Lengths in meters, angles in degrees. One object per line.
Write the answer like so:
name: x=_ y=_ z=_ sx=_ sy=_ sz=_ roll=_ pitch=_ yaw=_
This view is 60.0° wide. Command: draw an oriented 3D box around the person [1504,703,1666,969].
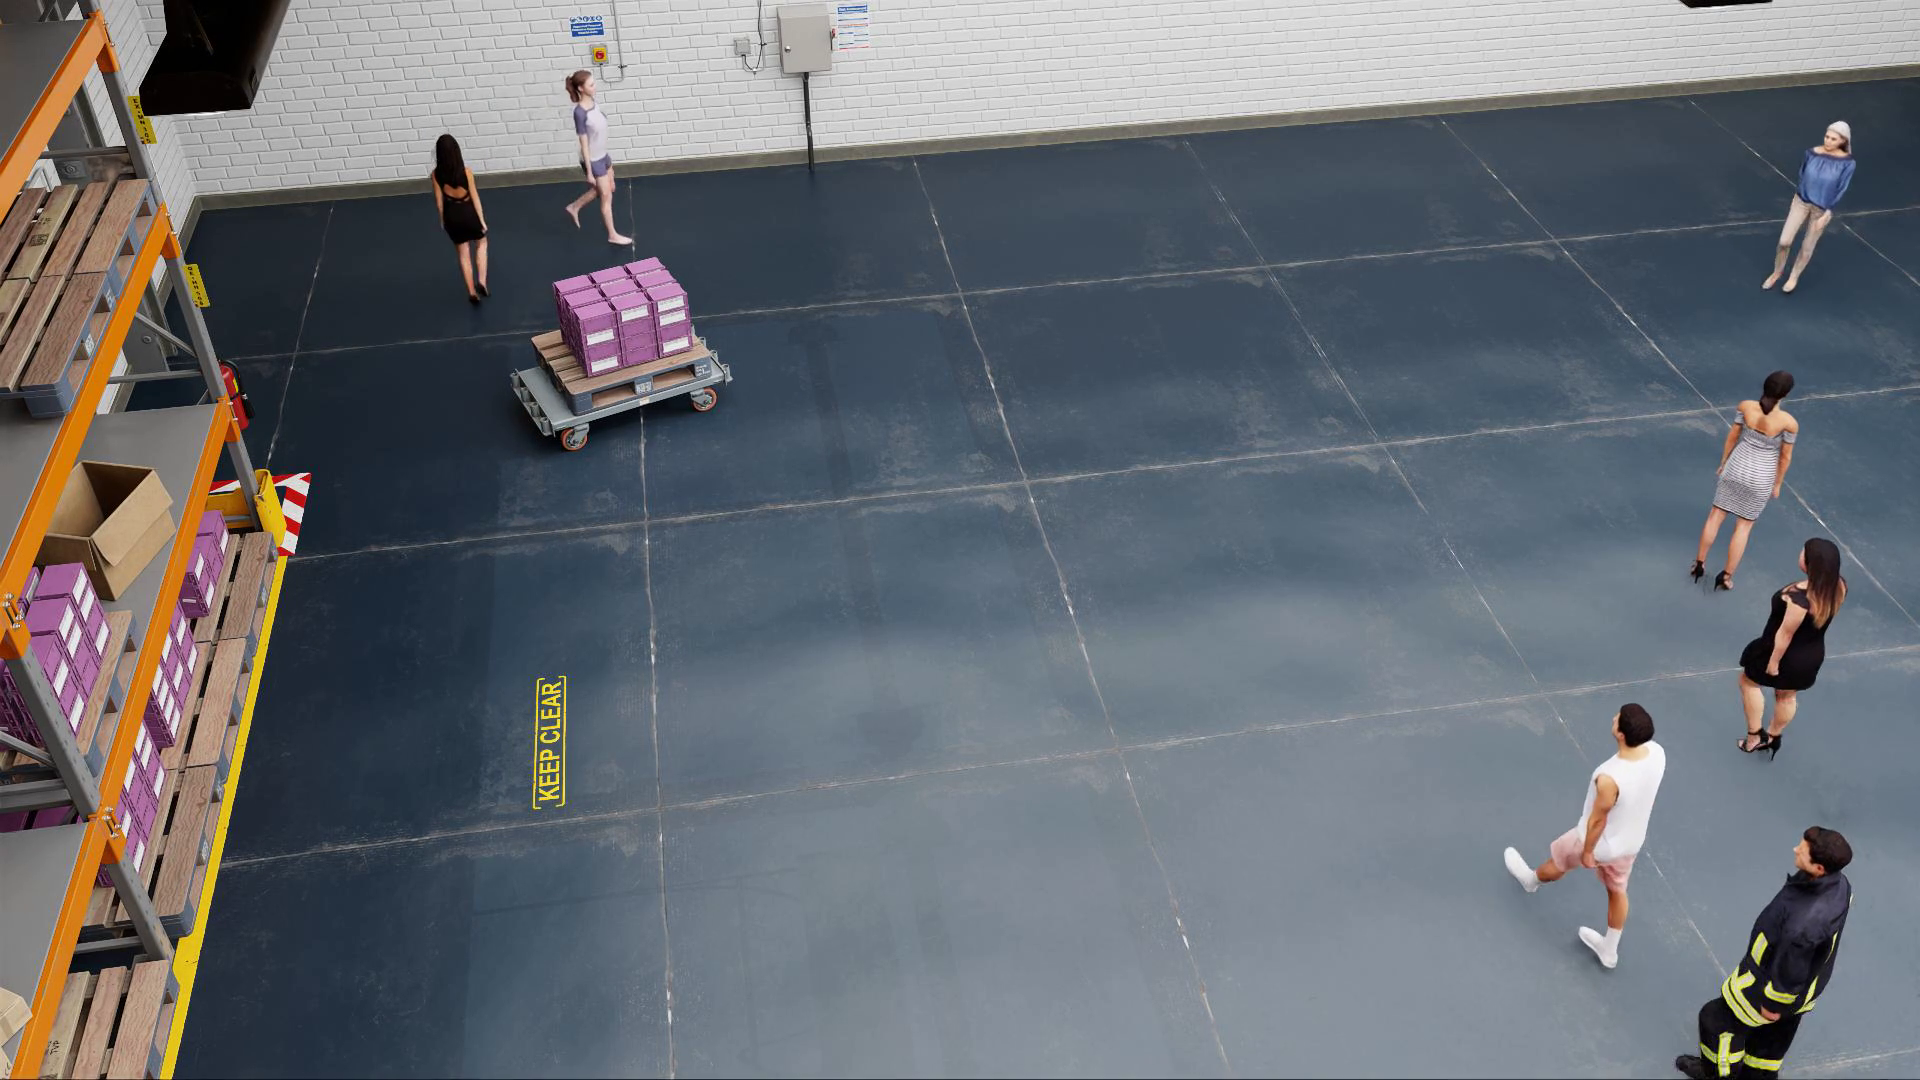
person: x=3.648 y=1.682 z=9.194 sx=0.824 sy=1.734 sz=1.167 roll=-16 pitch=41 yaw=-19

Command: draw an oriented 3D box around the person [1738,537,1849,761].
person: x=5.259 y=0.752 z=10.380 sx=0.737 sy=1.706 sz=0.724 roll=-17 pitch=42 yaw=-20

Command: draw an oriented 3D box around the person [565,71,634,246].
person: x=-3.549 y=-3.632 z=15.836 sx=0.813 sy=1.748 sz=0.912 roll=6 pitch=39 yaw=7

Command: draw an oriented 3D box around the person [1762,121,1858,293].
person: x=7.813 y=-3.040 z=15.147 sx=0.759 sy=1.684 sz=0.825 roll=30 pitch=48 yaw=32

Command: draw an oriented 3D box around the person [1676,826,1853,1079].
person: x=4.235 y=2.217 z=8.382 sx=0.983 sy=1.911 sz=0.936 roll=26 pitch=45 yaw=28

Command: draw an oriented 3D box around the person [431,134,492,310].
person: x=-4.465 y=-2.798 z=14.880 sx=0.623 sy=1.637 sz=0.608 roll=-1 pitch=39 yaw=-2

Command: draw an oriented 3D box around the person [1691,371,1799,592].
person: x=5.546 y=-0.417 z=11.751 sx=0.651 sy=1.822 sz=0.743 roll=32 pitch=48 yaw=33
